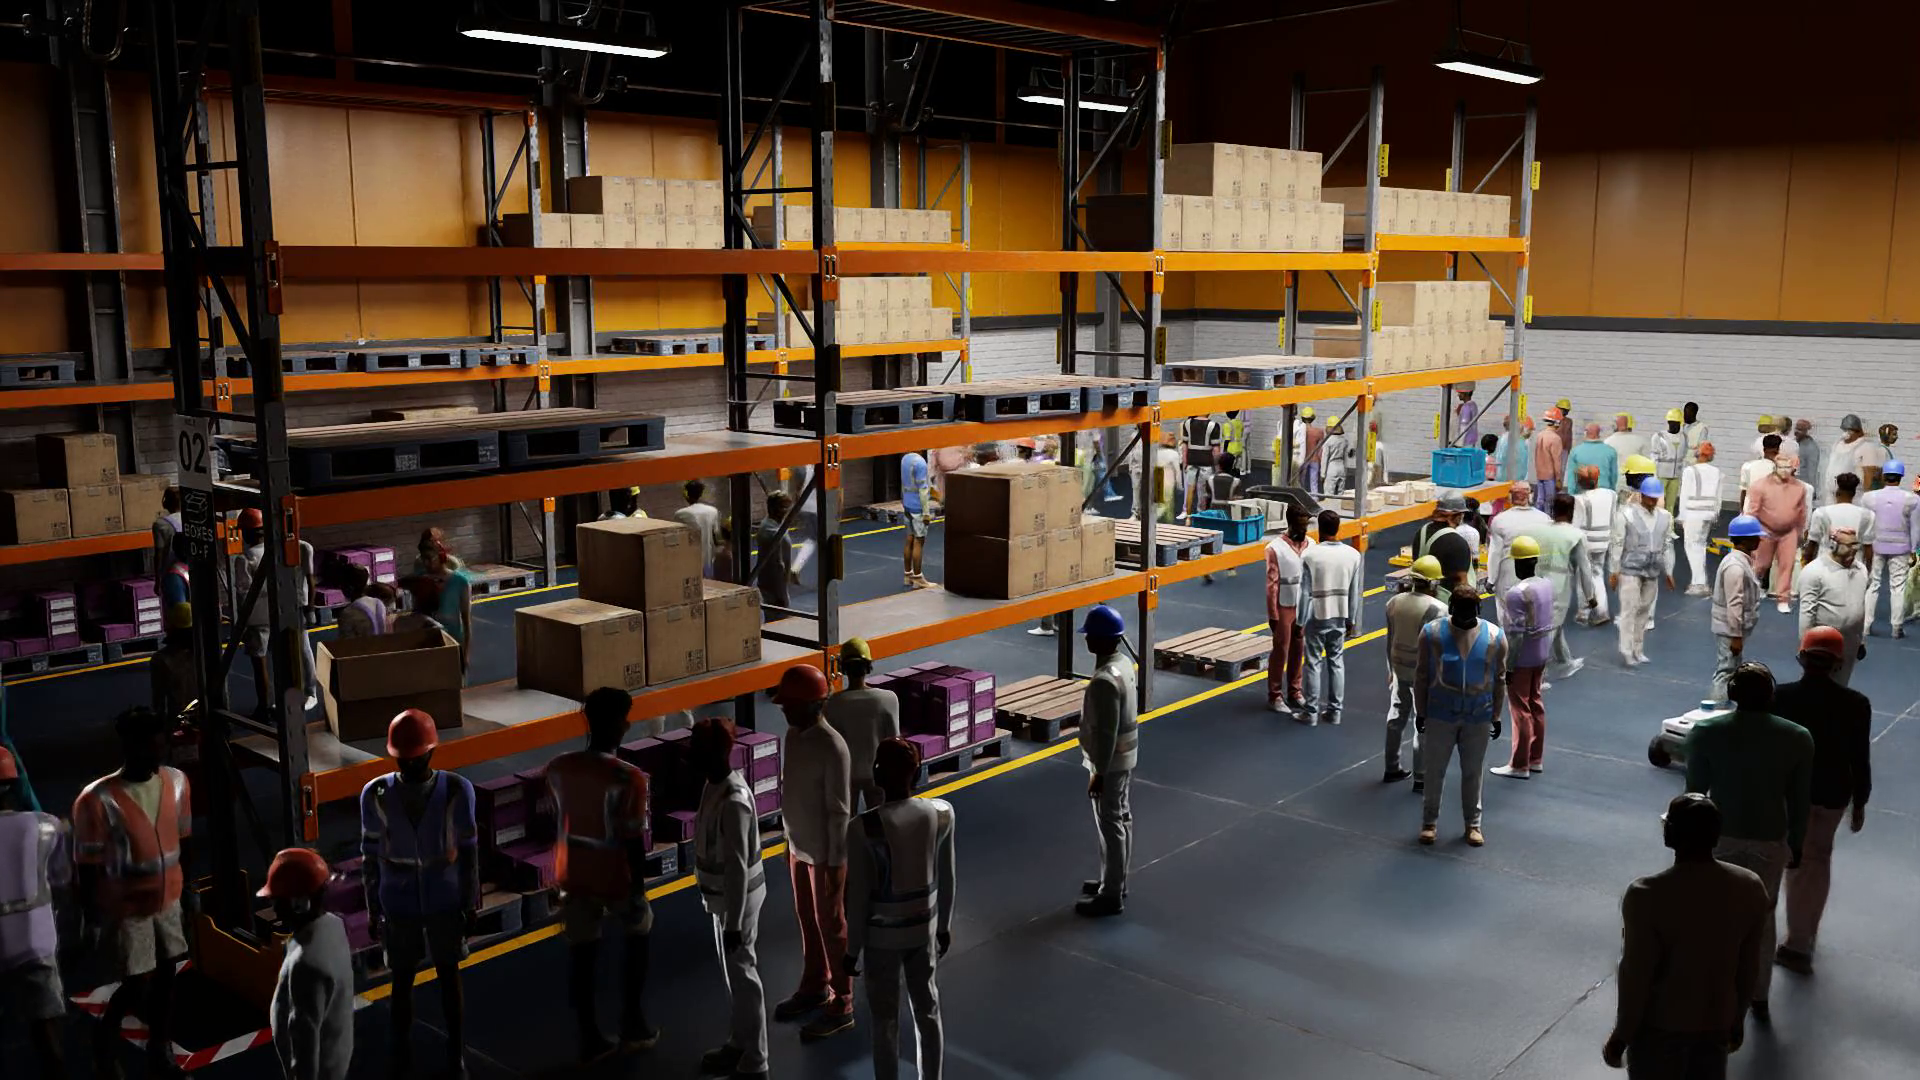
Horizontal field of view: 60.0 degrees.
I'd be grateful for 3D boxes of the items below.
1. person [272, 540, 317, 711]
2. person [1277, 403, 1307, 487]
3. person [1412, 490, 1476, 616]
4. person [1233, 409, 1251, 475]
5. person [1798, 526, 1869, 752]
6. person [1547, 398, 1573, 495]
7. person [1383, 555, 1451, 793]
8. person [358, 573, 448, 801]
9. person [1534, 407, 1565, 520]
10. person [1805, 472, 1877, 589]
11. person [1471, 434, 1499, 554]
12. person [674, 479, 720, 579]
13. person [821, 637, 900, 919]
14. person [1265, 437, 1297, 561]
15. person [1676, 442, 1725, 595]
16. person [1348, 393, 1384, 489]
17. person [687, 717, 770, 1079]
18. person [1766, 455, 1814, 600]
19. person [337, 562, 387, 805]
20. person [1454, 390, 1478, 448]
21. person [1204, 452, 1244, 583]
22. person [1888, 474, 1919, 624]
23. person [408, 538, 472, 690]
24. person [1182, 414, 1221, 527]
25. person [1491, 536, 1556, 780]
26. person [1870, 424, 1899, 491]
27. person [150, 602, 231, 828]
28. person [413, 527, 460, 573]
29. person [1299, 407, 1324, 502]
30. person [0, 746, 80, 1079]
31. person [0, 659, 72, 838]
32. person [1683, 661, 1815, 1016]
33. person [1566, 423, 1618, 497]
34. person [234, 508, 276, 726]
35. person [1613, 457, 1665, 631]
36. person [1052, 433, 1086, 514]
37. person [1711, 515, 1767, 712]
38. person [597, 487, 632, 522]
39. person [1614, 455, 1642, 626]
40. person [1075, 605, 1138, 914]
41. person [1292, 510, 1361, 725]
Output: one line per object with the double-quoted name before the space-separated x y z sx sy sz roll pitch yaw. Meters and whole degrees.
"person" -6.086 0.625 15.096 0.512 1.862 0.328 2 10 11
"person" 5.219 -1.261 26.302 0.358 1.880 0.576 -7 12 -36
"person" 4.402 0.537 15.077 0.539 2.000 0.690 -3 10 -16
"person" 5.391 -2.047 31.741 0.318 1.630 0.513 6 11 32
"person" 7.227 0.827 13.739 0.641 1.912 0.410 -3 10 -17
"person" 10.186 -1.525 28.244 0.524 1.761 0.338 -4 10 -20
"person" 3.544 1.022 12.849 0.408 1.823 0.593 -6 11 -33
"person" -3.906 1.168 11.874 0.582 1.862 0.692 8 12 39
"person" 8.463 -0.910 23.853 0.379 1.995 0.622 -2 10 -9
"person" 9.055 0.255 17.138 0.616 1.923 0.982 3 10 19
"person" 7.288 -0.632 23.093 0.321 1.692 0.529 -1 10 -5
"person" -2.820 0.254 17.400 0.516 1.828 0.901 -8 13 -41
"person" -0.627 1.474 10.332 0.522 1.760 0.331 -2 10 -13
"person" 4.285 -0.516 22.264 0.504 1.743 0.528 -5 11 -28
"person" 9.142 -0.260 20.412 0.653 1.854 0.596 -3 10 -18
"person" 6.905 -1.569 27.948 0.602 1.949 1.016 -9 13 -42
"person" -1.139 1.777 8.175 0.363 1.875 0.577 -3 10 -16
"person" 9.942 -0.147 20.031 0.562 1.746 0.339 1 10 7
"person" -4.479 1.071 12.540 0.362 1.834 0.521 2 10 13
"person" 8.648 -1.703 28.484 0.408 2.036 0.609 5 11 29
"person" 3.329 -0.287 21.142 0.523 1.663 0.819 4 10 24
"person" 10.708 0.096 18.673 0.572 1.739 0.628 -1 10 -3
"person" -4.255 0.875 13.693 0.575 1.826 0.444 2 10 12
"person" 3.700 -1.187 25.429 0.612 2.029 0.407 5 11 30
"person" 4.440 0.922 13.124 0.593 1.923 0.373 -9 13 -43
"person" 12.713 -0.688 22.973 0.325 1.843 0.517 4 10 23
"person" -5.309 1.282 11.517 0.490 1.743 0.324 -6 11 -31
"person" -4.864 0.668 15.560 0.506 1.622 0.403 2 10 13
"person" 5.509 -1.229 26.442 0.534 1.767 0.317 -1 10 -8
"person" -4.361 1.878 7.659 0.569 1.868 0.952 -9 13 -42
"person" -6.498 1.307 11.206 0.547 1.797 0.909 3 10 19
"person" 4.249 1.611 9.021 0.630 1.932 0.372 3 10 19
"person" 8.653 -0.672 22.794 0.657 1.876 0.778 3 10 19
"person" -6.138 0.672 14.615 0.385 1.929 0.543 5 11 26
"person" 7.520 0.045 18.355 0.388 1.927 0.589 -1 10 -7
"person" 1.553 -0.752 23.844 0.544 1.687 0.402 -3 10 -18
"person" 6.553 0.752 14.063 0.383 1.951 0.604 4 10 24
"person" -3.358 0.393 16.322 0.391 1.913 0.587 -8 12 -38
"person" 7.524 0.011 18.556 0.384 1.925 0.593 3 10 18
"person" 0.919 1.365 10.406 0.394 1.949 0.602 3 10 16
"person" 3.222 0.686 14.607 0.598 1.906 0.414 -4 10 -20
